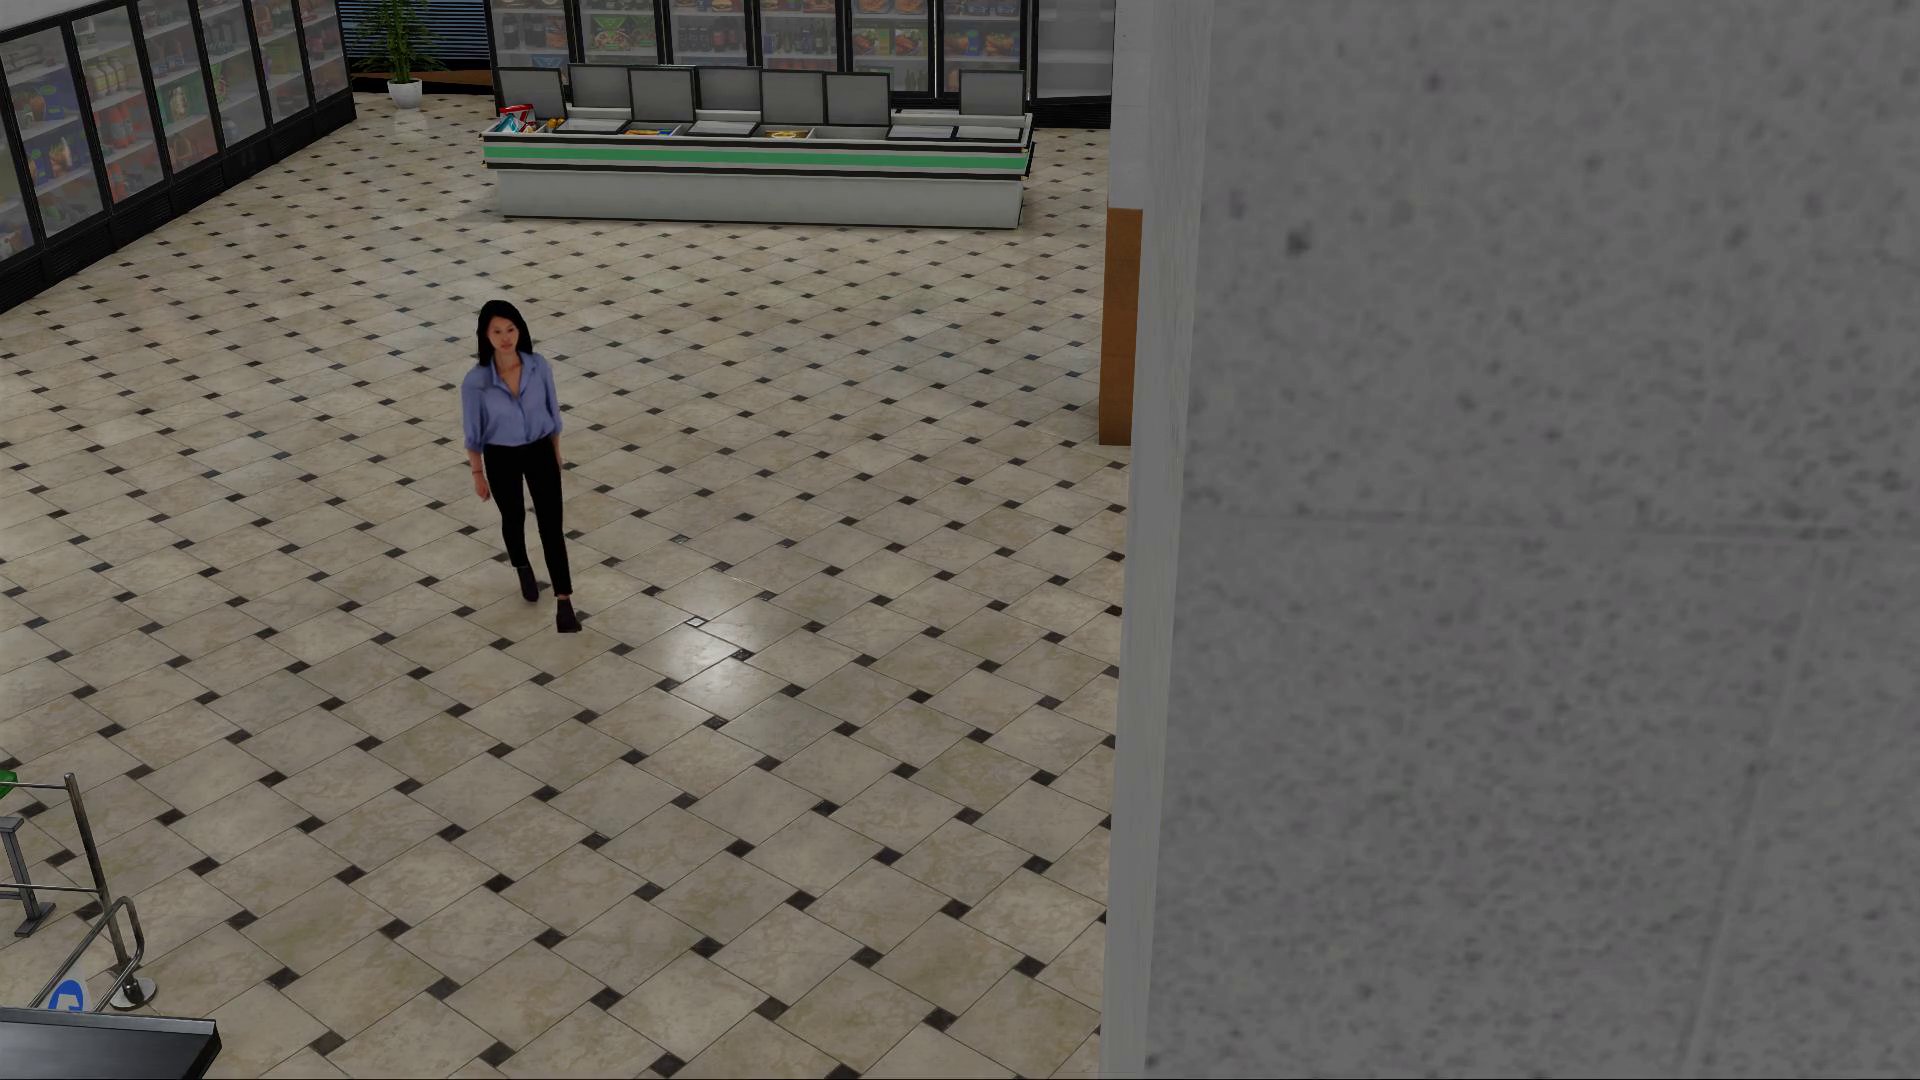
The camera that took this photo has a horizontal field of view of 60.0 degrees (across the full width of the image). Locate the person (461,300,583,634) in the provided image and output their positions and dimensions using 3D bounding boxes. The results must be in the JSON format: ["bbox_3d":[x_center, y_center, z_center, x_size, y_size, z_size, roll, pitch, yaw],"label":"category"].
[{"bbox_3d":[-2.257,-0.393,8.461,1.142,1.696,1.087,-13,30,-24],"label":"person"}]
